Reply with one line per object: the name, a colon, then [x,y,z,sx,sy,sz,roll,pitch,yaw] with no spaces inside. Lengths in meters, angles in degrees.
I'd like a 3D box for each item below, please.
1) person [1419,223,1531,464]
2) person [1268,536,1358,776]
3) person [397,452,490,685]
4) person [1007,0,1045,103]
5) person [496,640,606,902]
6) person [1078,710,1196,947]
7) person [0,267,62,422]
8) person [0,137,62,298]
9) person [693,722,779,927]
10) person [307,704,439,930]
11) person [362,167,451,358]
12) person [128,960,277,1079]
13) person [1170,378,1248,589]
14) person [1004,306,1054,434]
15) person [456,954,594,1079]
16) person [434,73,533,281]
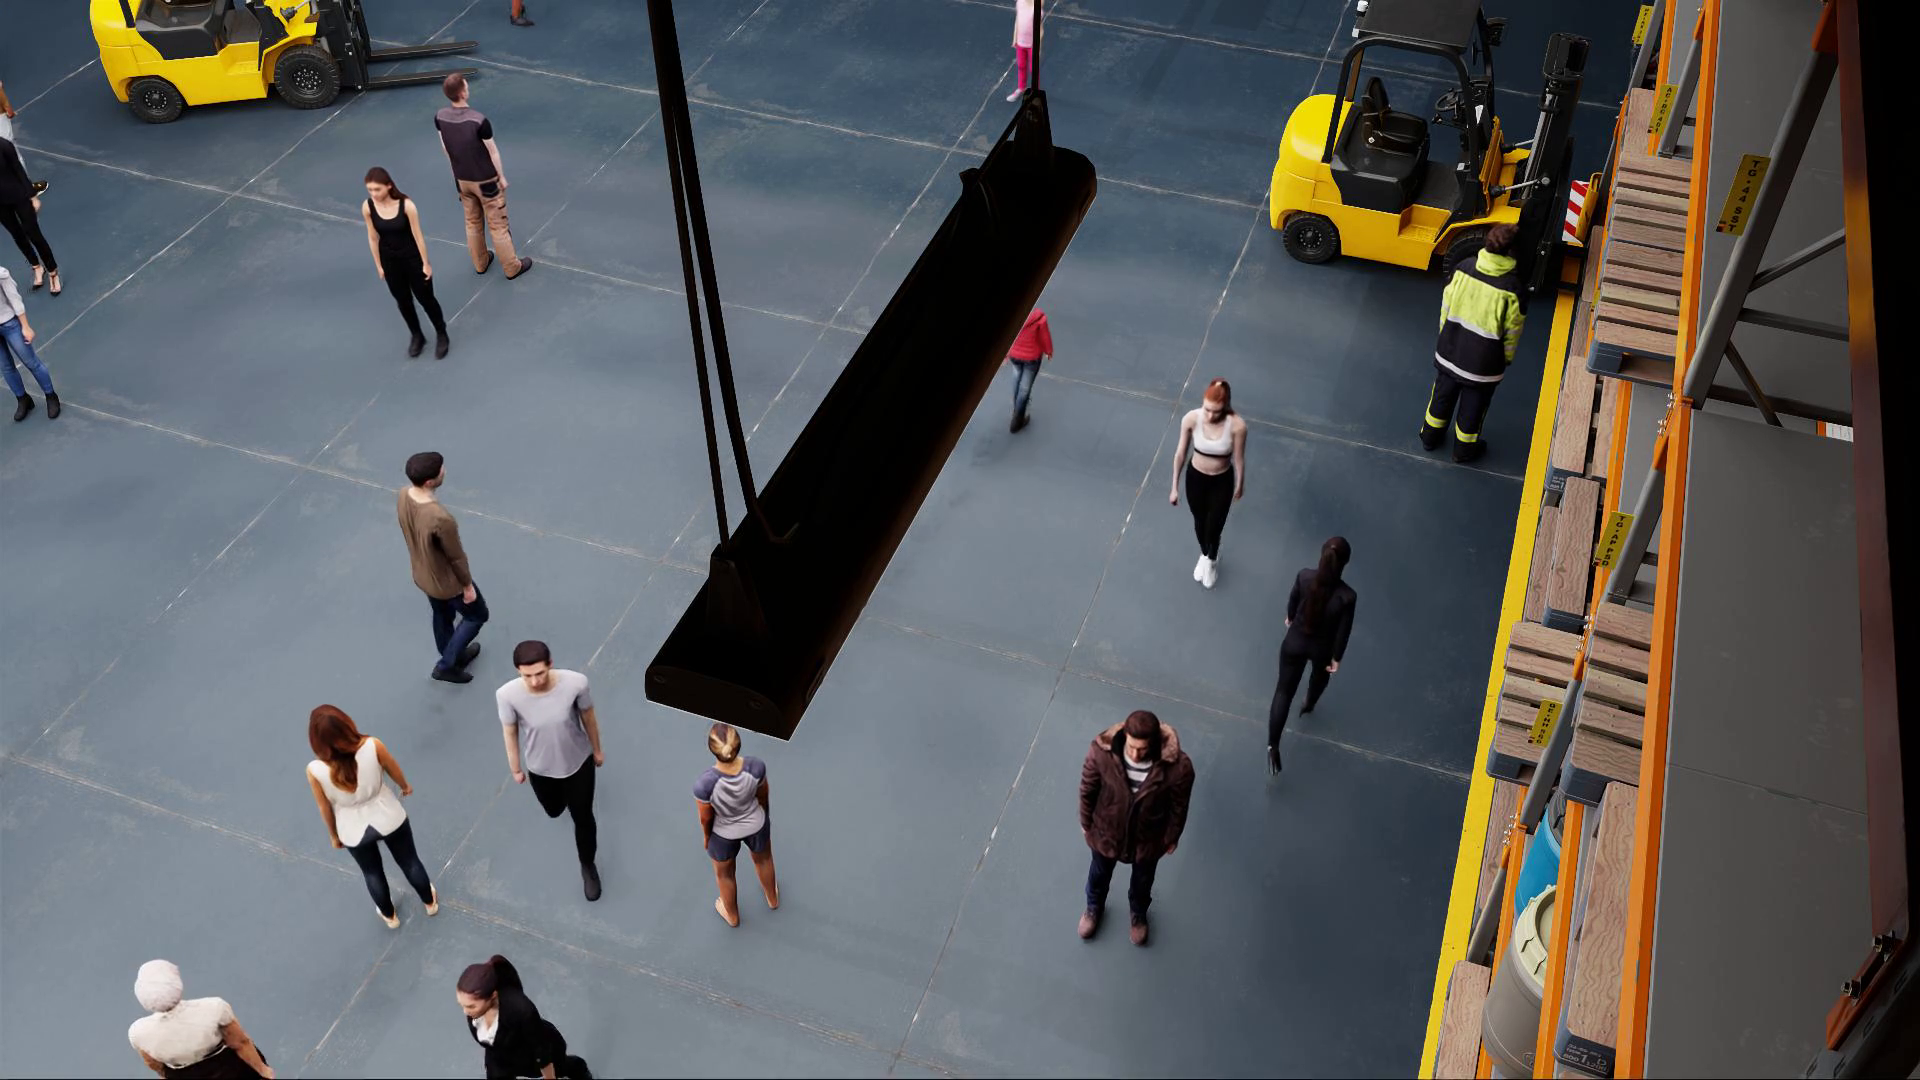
person: [3.733,-1.433,12.055,0.856,1.983,0.799,32,52,29]
person: [2.085,0.706,10.033,0.706,1.675,1.113,21,47,21]
person: [-3.270,0.255,10.367,0.812,1.868,0.819,25,49,24]
person: [0.667,-4.844,16.152,0.561,1.270,0.598,32,52,29]
person: [-2.266,1.184,9.412,1.035,1.840,1.192,-9,44,-10]
person: [0.924,1.542,9.031,0.786,1.847,0.704,8,44,9]
person: [-7.201,-1.599,12.484,0.679,1.632,0.666,-5,44,-5]
person: [-7.825,-2.812,13.707,0.741,1.700,0.765,-4,44,-5]
person: [-1.231,1.565,9.168,0.655,1.625,0.724,-20,47,-20]
person: [-3.205,1.556,9.064,0.702,1.781,0.770,-19,47,-19]
person: [-4.365,-2.193,13.070,0.660,1.684,0.653,1,44,1]
person: [-3.560,2.644,7.955,0.909,1.735,0.972,-17,46,-17]
person: [1.695,-0.441,11.195,0.607,1.733,0.602,15,45,15]
person: [0.455,-1.351,12.462,0.569,1.302,0.675,22,48,22]
person: [-2.116,2.466,8.230,0.733,1.614,1.007,15,46,15]
person: [-4.023,-3.020,13.824,0.672,1.841,0.561,15,46,15]
